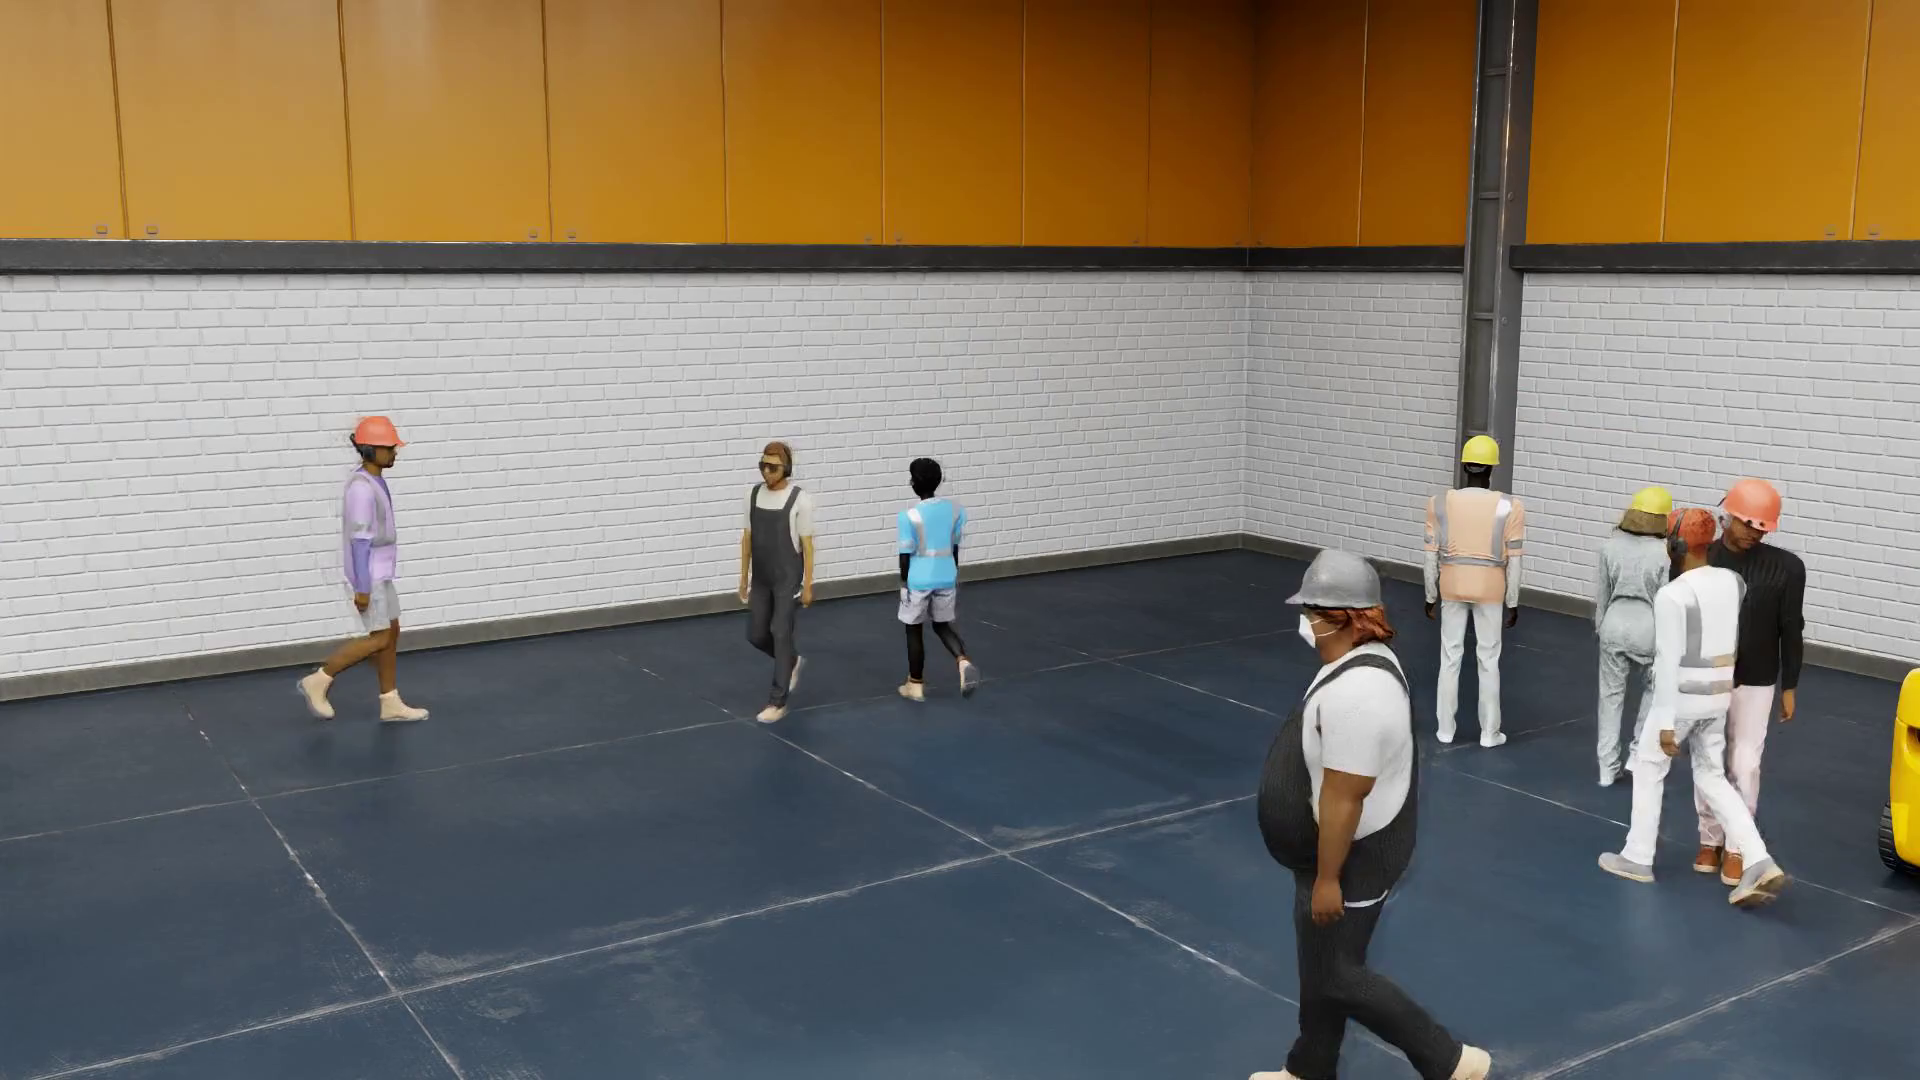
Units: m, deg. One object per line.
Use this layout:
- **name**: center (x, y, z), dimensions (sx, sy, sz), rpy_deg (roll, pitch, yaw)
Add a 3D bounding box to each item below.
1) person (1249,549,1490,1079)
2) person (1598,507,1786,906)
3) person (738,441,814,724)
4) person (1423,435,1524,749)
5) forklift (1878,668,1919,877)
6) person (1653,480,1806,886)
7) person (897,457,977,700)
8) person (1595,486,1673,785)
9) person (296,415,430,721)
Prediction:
- **person**: center (1.392, 1.018, 5.672), dimensions (0.752, 2.000, 0.696), rpy_deg (3, 10, 16)
- **person**: center (3.446, 0.770, 7.739), dimensions (0.558, 1.855, 0.841), rpy_deg (-4, 10, -25)
- **person**: center (-1.183, 0.253, 10.914), dimensions (0.524, 1.834, 0.615), rpy_deg (4, 10, 24)
- **person**: center (3.144, 0.320, 10.219), dimensions (0.589, 1.927, 0.387), rpy_deg (5, 10, 26)
- **forklift**: center (5.511, 0.571, 7.906), dimensions (2.313, 2.155, 1.214), rpy_deg (-6, 11, -33)
- **person**: center (3.654, 0.679, 7.966), dimensions (0.651, 1.952, 0.605), rpy_deg (6, 11, 31)
- **person**: center (-0.175, 0.280, 11.174), dimensions (0.543, 1.681, 0.594), rpy_deg (-7, 12, -35)
- **person**: center (3.831, 0.551, 9.461), dimensions (0.505, 1.723, 0.436), rpy_deg (8, 12, 41)
- **person**: center (-3.838, 0.210, 10.616), dimensions (0.691, 2.026, 0.615), rpy_deg (-2, 10, -10)
